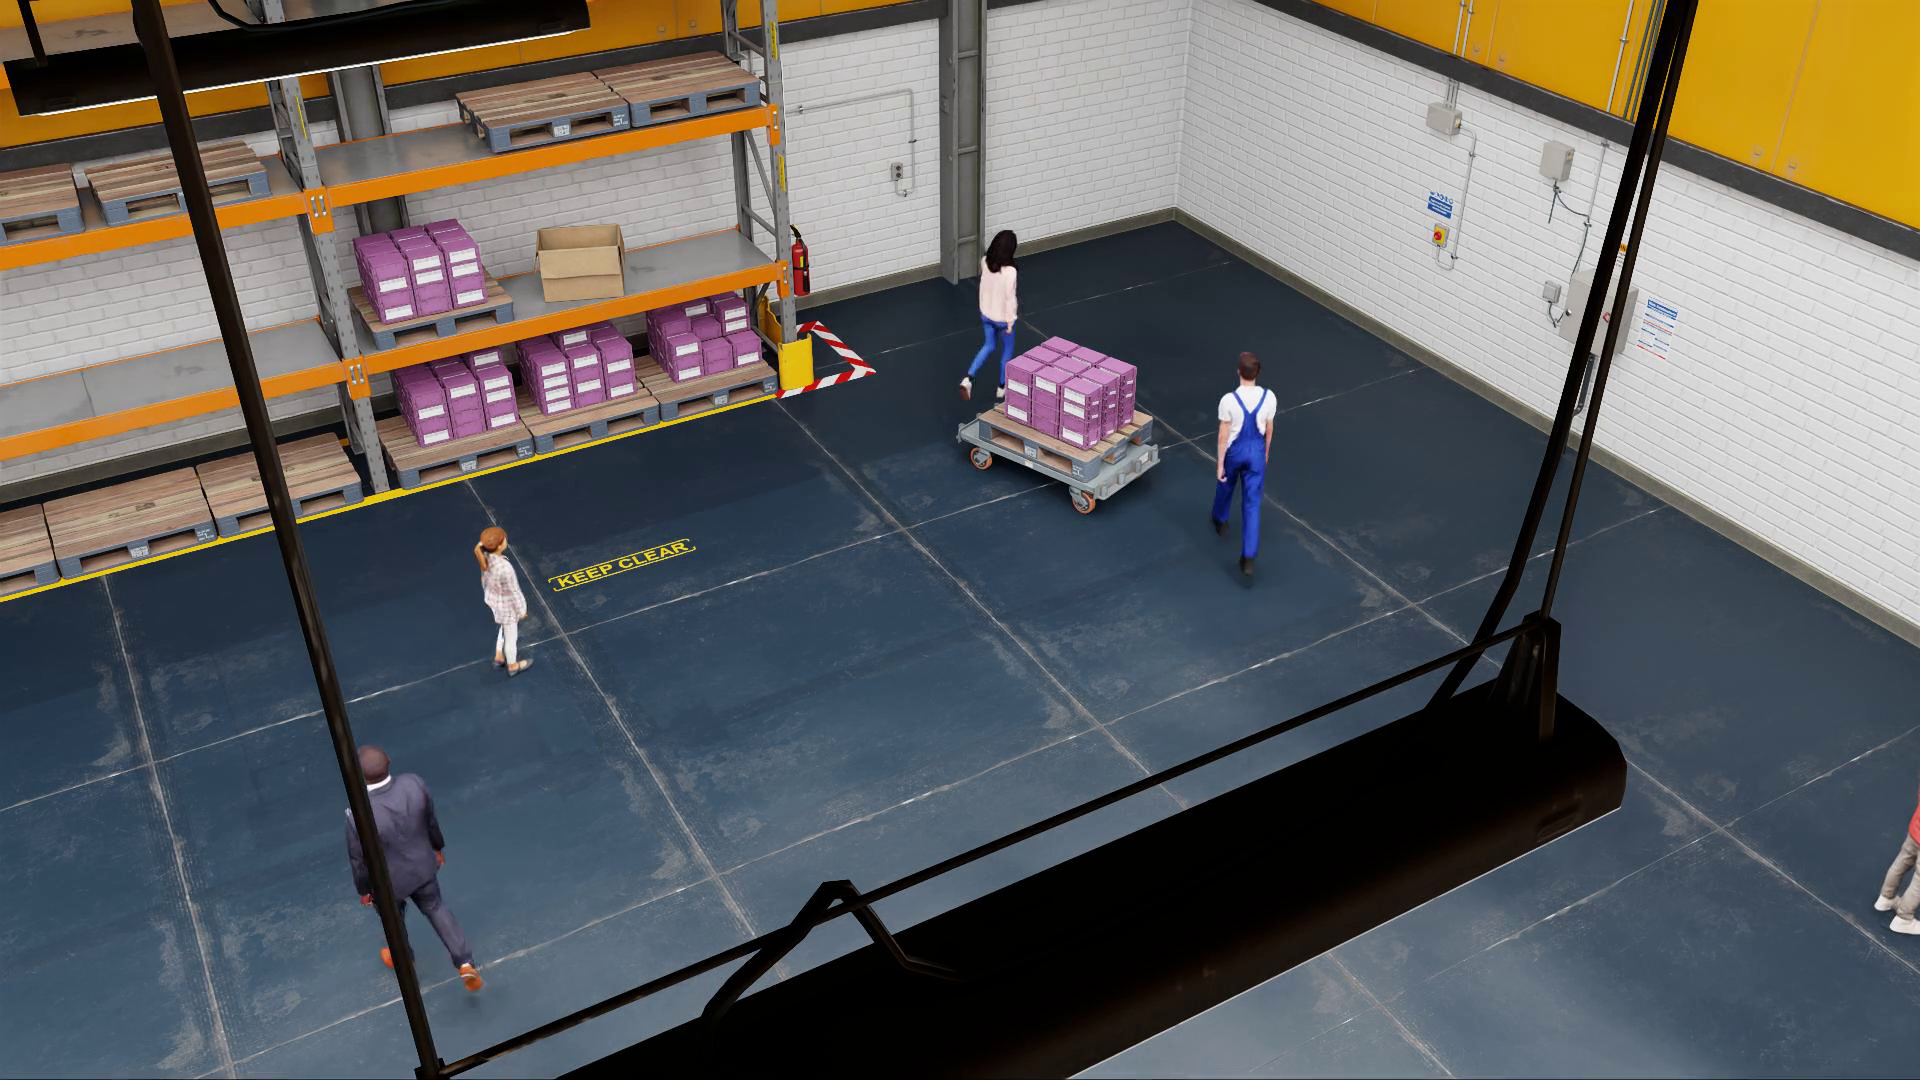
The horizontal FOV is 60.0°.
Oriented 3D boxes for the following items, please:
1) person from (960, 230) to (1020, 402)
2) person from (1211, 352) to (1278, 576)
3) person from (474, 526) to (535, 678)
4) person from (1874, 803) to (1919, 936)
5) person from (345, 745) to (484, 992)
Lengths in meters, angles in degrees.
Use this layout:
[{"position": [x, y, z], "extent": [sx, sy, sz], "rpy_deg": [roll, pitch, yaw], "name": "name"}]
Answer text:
[{"position": [0.288, -2.052, 15.549], "extent": [1.019, 1.743, 0.773], "rpy_deg": [-27, 42, -34], "name": "person"}, {"position": [2.290, -0.587, 13.290], "extent": [1.293, 1.805, 1.156], "rpy_deg": [1, 34, 1], "name": "person"}, {"position": [-3.386, 0.484, 12.131], "extent": [0.608, 1.304, 0.633], "rpy_deg": [26, 41, 33], "name": "person"}, {"position": [5.877, 1.774, 10.088], "extent": [0.620, 1.417, 0.593], "rpy_deg": [1, 34, 2], "name": "person"}, {"position": [-3.155, 1.923, 9.515], "extent": [0.963, 1.802, 1.071], "rpy_deg": [27, 42, 34], "name": "person"}]
